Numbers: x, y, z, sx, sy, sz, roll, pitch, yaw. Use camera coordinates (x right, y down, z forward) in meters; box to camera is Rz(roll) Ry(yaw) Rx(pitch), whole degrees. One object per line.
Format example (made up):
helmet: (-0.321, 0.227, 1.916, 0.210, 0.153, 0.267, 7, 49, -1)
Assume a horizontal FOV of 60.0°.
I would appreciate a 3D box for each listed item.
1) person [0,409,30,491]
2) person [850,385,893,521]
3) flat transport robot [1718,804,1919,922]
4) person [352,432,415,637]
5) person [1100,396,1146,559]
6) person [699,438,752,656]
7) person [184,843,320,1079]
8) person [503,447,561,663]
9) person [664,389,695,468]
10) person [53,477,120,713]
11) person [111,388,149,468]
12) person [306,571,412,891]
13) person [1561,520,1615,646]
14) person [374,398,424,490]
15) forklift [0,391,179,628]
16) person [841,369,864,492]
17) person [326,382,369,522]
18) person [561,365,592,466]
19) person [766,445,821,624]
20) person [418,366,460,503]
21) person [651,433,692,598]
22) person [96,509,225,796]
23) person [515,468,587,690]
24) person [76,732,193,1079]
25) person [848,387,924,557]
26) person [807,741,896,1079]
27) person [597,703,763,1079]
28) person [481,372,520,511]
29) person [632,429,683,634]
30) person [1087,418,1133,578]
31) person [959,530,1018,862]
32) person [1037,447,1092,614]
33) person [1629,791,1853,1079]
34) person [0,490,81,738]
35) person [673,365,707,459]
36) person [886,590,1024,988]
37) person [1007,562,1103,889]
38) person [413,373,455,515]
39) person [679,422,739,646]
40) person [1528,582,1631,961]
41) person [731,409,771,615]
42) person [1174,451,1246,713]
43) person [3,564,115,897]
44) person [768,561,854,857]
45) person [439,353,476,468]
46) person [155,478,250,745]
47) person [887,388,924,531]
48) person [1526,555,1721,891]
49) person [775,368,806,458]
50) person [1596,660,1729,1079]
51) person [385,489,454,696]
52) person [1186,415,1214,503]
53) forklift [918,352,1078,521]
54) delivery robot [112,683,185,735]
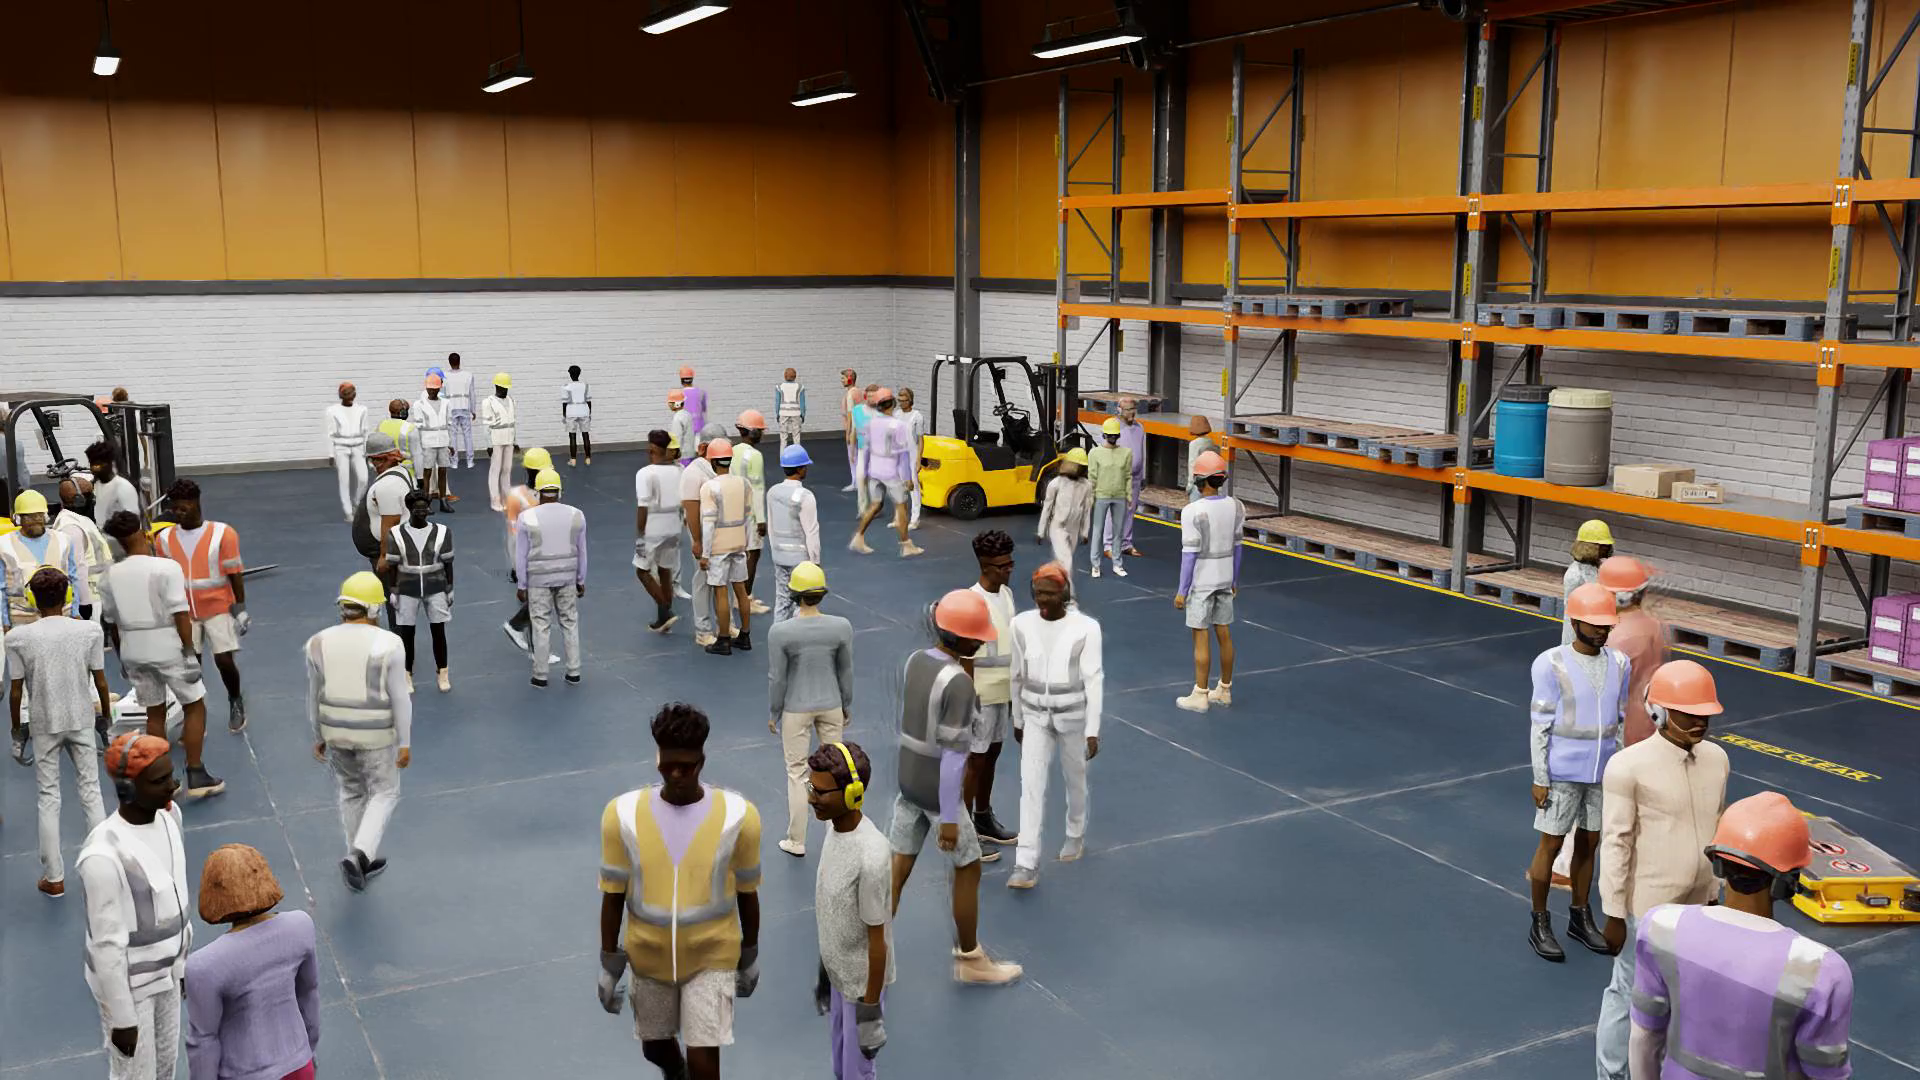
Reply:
person: (-10.135, -0.427, 17.633, 0.627, 1.935, 0.371, 1, 10, 8)
person: (-1.200, -1.162, 22.186, 0.604, 1.810, 0.746, 1, 10, 8)
flat transport robot: (4.863, 1.819, 9.484, 0.652, 0.197, 1.431, 0, 10, -1)
person: (-5.028, 0.054, 14.549, 0.537, 2.000, 0.680, -1, 10, -8)
person: (1.931, -0.728, 19.442, 0.652, 1.906, 0.402, -7, 12, -37)
person: (-2.107, 0.057, 14.837, 0.377, 1.932, 0.551, 9, 13, 41)
person: (-2.368, 1.815, 5.620, 0.287, 1.626, 0.497, 5, 11, 28)
person: (-3.759, 0.121, 14.574, 0.631, 1.904, 0.621, 5, 11, 24)
person: (-3.772, -1.167, 22.464, 0.392, 1.739, 0.577, 1, 10, 6)
person: (-6.813, 0.426, 12.975, 0.429, 1.847, 0.627, -5, 11, -26)
person: (-11.003, -1.108, 21.933, 0.538, 1.793, 0.977, -4, 11, -20)
person: (-3.369, 1.089, 9.270, 0.621, 1.808, 0.632, 1, 10, 8)
person: (4.391, 0.712, 11.655, 0.485, 1.737, 0.320, -8, 13, -39)
person: (-6.667, -0.773, 19.885, 0.633, 1.841, 0.429, 4, 10, 20)
forklift: (-9.026, -0.363, 16.508, 1.214, 2.155, 2.313, 6, 11, 29)
person: (-1.584, -1.634, 24.877, 0.389, 1.837, 0.560, 2, 10, 9)
person: (-8.088, -1.157, 22.025, 0.593, 1.872, 0.419, -7, 12, -36)
person: (-6.399, -2.073, 27.798, 0.532, 1.693, 0.319, -6, 11, -30)
person: (-1.404, 0.157, 14.220, 0.380, 1.951, 0.605, -10, 14, -44)
person: (-7.484, -1.506, 23.799, 0.605, 1.948, 0.385, 8, 13, 38)
person: (-2.976, -0.232, 17.057, 0.294, 1.744, 0.485, 8, 13, 38)
person: (-5.269, 0.753, 10.885, 0.698, 1.913, 0.379, 1, 10, 8)
person: (-3.362, 0.317, 13.691, 0.595, 1.821, 0.403, -6, 12, -31)
person: (-2.981, 1.610, 6.086, 0.372, 1.874, 0.575, 0, 10, 1)
person: (-0.866, -0.786, 19.532, 0.688, 2.005, 0.711, -10, 14, -44)
person: (-0.401, 1.625, 6.046, 0.321, 1.860, 0.517, -3, 10, -18)
person: (-1.052, 1.537, 6.341, 0.610, 1.940, 0.904, 0, 10, 0)
person: (-6.350, -1.368, 23.091, 0.378, 1.918, 0.585, 5, 11, 27)
person: (-2.808, -0.065, 15.601, 0.474, 1.933, 0.644, 7, 12, 36)
person: (1.660, -0.464, 18.327, 0.533, 1.767, 0.312, -2, 10, -14)
person: (0.167, 0.901, 9.889, 0.365, 1.964, 0.610, 5, 11, 26)
person: (1.007, -0.100, 16.458, 0.517, 1.689, 0.838, -6, 12, -31)
person: (2.279, 1.730, 4.899, 0.607, 2.044, 0.378, 9, 14, 43)
person: (-6.836, 0.538, 12.353, 0.404, 1.837, 0.590, 9, 13, 42)
person: (-4.004, -1.648, 24.776, 0.542, 1.909, 0.961, -4, 10, -20)
person: (-0.117, 1.213, 8.071, 0.699, 1.995, 0.659, -6, 11, -30)
person: (0.537, 1.035, 9.506, 0.593, 1.837, 0.978, 4, 10, 19)
person: (-7.154, -1.308, 22.697, 0.551, 1.932, 0.367, -9, 13, -42)
person: (-2.197, -0.059, 15.204, 0.538, 2.000, 0.683, 5, 11, 28)
person: (3.152, 1.166, 8.446, 0.545, 1.938, 0.355, -3, 10, -16)
person: (-2.067, -0.273, 16.463, 0.404, 2.036, 0.613, -6, 11, -30)
person: (1.929, 0.325, 12.983, 0.605, 2.045, 0.377, -7, 12, -34)
person: (-5.008, 1.061, 9.279, 0.514, 1.862, 0.327, -6, 12, -32)
person: (-0.887, 1.000, 9.886, 0.530, 1.772, 0.302, -4, 11, -23)
person: (-8.323, -2.142, 27.566, 0.587, 1.914, 0.390, -4, 11, -22)
person: (-5.550, 0.515, 12.147, 0.666, 1.953, 0.481, 0, 10, -1)
person: (-0.690, -1.041, 21.427, 0.505, 1.844, 0.346, 7, 12, 36)
person: (3.685, 1.047, 9.094, 0.964, 1.954, 0.630, 10, 14, 44)
person: (-2.859, -2.089, 28.079, 0.508, 1.628, 0.321, -1, 10, -5)
person: (2.820, 1.448, 6.661, 0.618, 1.994, 0.380, -4, 11, -24)
person: (-4.360, 0.417, 13.475, 0.535, 1.694, 0.320, -4, 11, -21)
person: (2.871, -0.683, 19.968, 0.270, 1.631, 0.509, 7, 12, 36)
forklift: (0.460, -1.461, 22.833, 2.313, 2.155, 1.214, -5, 11, -28)
delivery robot: (-5.822, 1.193, 11.999, 0.477, 0.478, 0.707, -1, 10, -6)
